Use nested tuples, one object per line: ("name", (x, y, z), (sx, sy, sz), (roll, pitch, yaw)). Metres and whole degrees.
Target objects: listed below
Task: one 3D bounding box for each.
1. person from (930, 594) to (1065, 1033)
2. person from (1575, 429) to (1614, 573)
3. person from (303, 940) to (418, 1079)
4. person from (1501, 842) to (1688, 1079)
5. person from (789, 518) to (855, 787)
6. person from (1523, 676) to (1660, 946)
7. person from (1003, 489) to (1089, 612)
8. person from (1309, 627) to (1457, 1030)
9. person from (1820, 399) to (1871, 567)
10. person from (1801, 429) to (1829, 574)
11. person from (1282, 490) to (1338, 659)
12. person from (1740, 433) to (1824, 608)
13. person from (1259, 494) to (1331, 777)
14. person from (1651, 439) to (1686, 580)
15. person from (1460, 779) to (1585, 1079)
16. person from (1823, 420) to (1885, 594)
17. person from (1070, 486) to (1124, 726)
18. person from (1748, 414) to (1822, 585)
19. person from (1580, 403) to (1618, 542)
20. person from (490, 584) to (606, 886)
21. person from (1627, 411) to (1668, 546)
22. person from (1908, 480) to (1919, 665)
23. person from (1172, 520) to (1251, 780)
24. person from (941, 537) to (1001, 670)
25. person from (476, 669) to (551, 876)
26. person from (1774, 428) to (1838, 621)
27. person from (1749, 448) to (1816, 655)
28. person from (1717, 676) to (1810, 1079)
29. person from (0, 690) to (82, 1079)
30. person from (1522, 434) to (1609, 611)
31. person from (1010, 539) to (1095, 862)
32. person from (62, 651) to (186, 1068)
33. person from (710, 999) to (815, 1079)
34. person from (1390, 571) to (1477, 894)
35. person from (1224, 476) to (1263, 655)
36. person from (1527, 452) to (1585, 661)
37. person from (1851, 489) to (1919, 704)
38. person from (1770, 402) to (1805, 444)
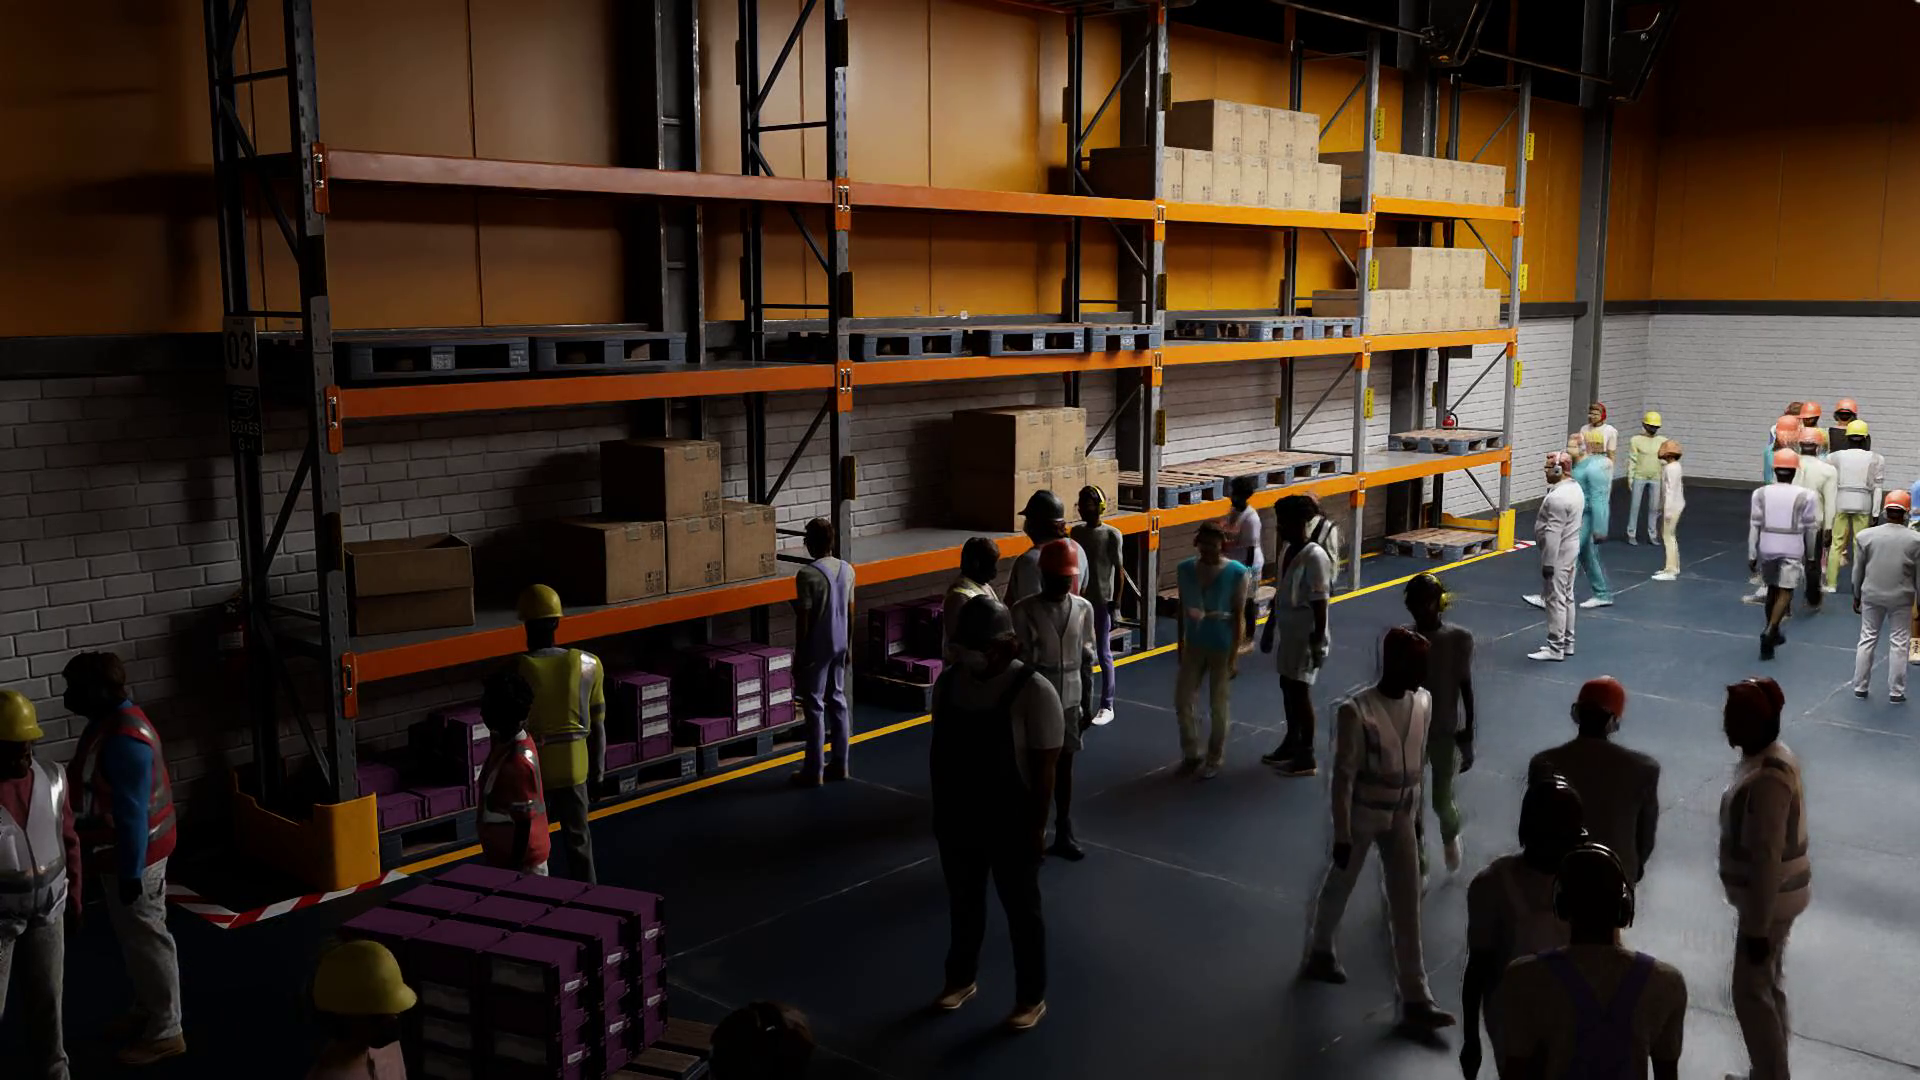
("person", (0.113, 1.233, 7.627), (0.686, 2.000, 0.536), (6, 11, 33))
("person", (7.327, -0.429, 19.382), (0.486, 1.723, 0.649), (4, 10, 27))
("person", (-1.602, 1.886, 4.460), (0.903, 1.718, 0.524), (0, 9, -2))
("person", (1.786, 1.773, 4.778), (0.507, 1.842, 0.339), (1, 9, 6))
("person", (-0.932, 0.761, 11.344), (0.352, 1.835, 0.518), (7, 12, 40))
("person", (2.808, 1.438, 7.435), (0.545, 1.690, 0.891), (4, 10, 22))
("person", (0.535, 0.665, 11.287), (0.539, 2.000, 0.689), (6, 11, 35))
("person", (1.971, 1.313, 7.832), (0.640, 1.816, 1.031), (-4, 10, -24))
("person", (10.595, -0.686, 20.047), (0.619, 2.029, 0.410), (5, 10, 29))
("person", (10.063, -0.449, 19.556), (0.360, 1.710, 0.598), (3, 9, 18))
("person", (3.123, 0.338, 14.839), (0.526, 1.595, 0.860), (4, 10, 24))
("person", (8.676, -0.195, 17.441), (0.730, 1.865, 0.592), (6, 11, 35))
("person", (2.354, 0.651, 11.657), (0.421, 1.951, 0.656), (-2, 9, -12))
("person", (8.174, -0.349, 19.172), (0.337, 1.618, 0.538), (5, 10, 27))
("person", (1.943, 1.646, 5.706), (0.571, 1.818, 0.792), (-2, 9, -11))
("person", (9.764, -0.352, 18.234), (0.586, 1.920, 0.397), (4, 10, 26))
("person", (1.026, 0.502, 12.895), (0.533, 1.868, 0.310), (7, 12, 40))
("person", (9.371, -0.452, 18.769), (0.744, 1.959, 0.638), (-5, 10, -27))
("person", (8.428, -0.892, 21.991), (0.387, 1.838, 0.562), (-4, 10, -25))
("person", (-2.081, 1.175, 8.401), (0.590, 1.919, 0.400), (-5, 10, -31))
("person", (8.928, -0.791, 21.590), (0.526, 1.760, 0.340), (0, 9, 3))
("person", (8.782, 0.114, 14.834), (0.607, 2.044, 0.379), (2, 9, 13))
("person", (1.685, 0.766, 11.374), (0.556, 1.815, 0.553), (6, 11, 34))
("person", (0.106, 0.890, 10.498), (0.429, 1.838, 0.621), (2, 9, 11))
("person", (-2.017, 1.421, 7.521), (0.318, 1.697, 0.535), (-3, 9, -21))
("person", (8.628, -0.175, 17.001), (0.647, 1.939, 1.015), (7, 11, 38))
("person", (7.562, 0.103, 15.371), (0.549, 1.908, 0.887), (8, 12, 43))
("person", (3.250, 1.456, 6.774), (0.363, 1.870, 0.724), (4, 10, 24))
("person", (-3.791, 1.493, 6.656), (0.403, 1.825, 0.596), (5, 10, 30))
("person", (6.392, -0.182, 17.361), (1.011, 1.850, 0.673), (0, 9, -1))
("person", (0.559, 0.949, 9.833), (0.546, 1.933, 0.381), (-3, 9, -21))
("person", (-3.692, 1.386, 7.335), (0.433, 1.835, 0.632), (-6, 11, -33))
("person", (-0.398, 1.927, 3.831), (0.349, 1.838, 0.501), (-5, 10, -28))
("person", (2.633, 1.071, 9.291), (0.540, 1.845, 0.503), (5, 10, 31))
("person", (2.579, 0.242, 15.198), (0.399, 1.668, 0.535), (-4, 10, -23))
("person", (5.416, 0.144, 15.116), (0.401, 1.899, 0.646), (6, 11, 34))
("person", (7.592, 0.457, 13.584), (0.566, 1.744, 0.350), (8, 12, 41))
("person", (11.025, -0.908, 22.062), (0.569, 1.843, 0.373), (5, 10, 29))
